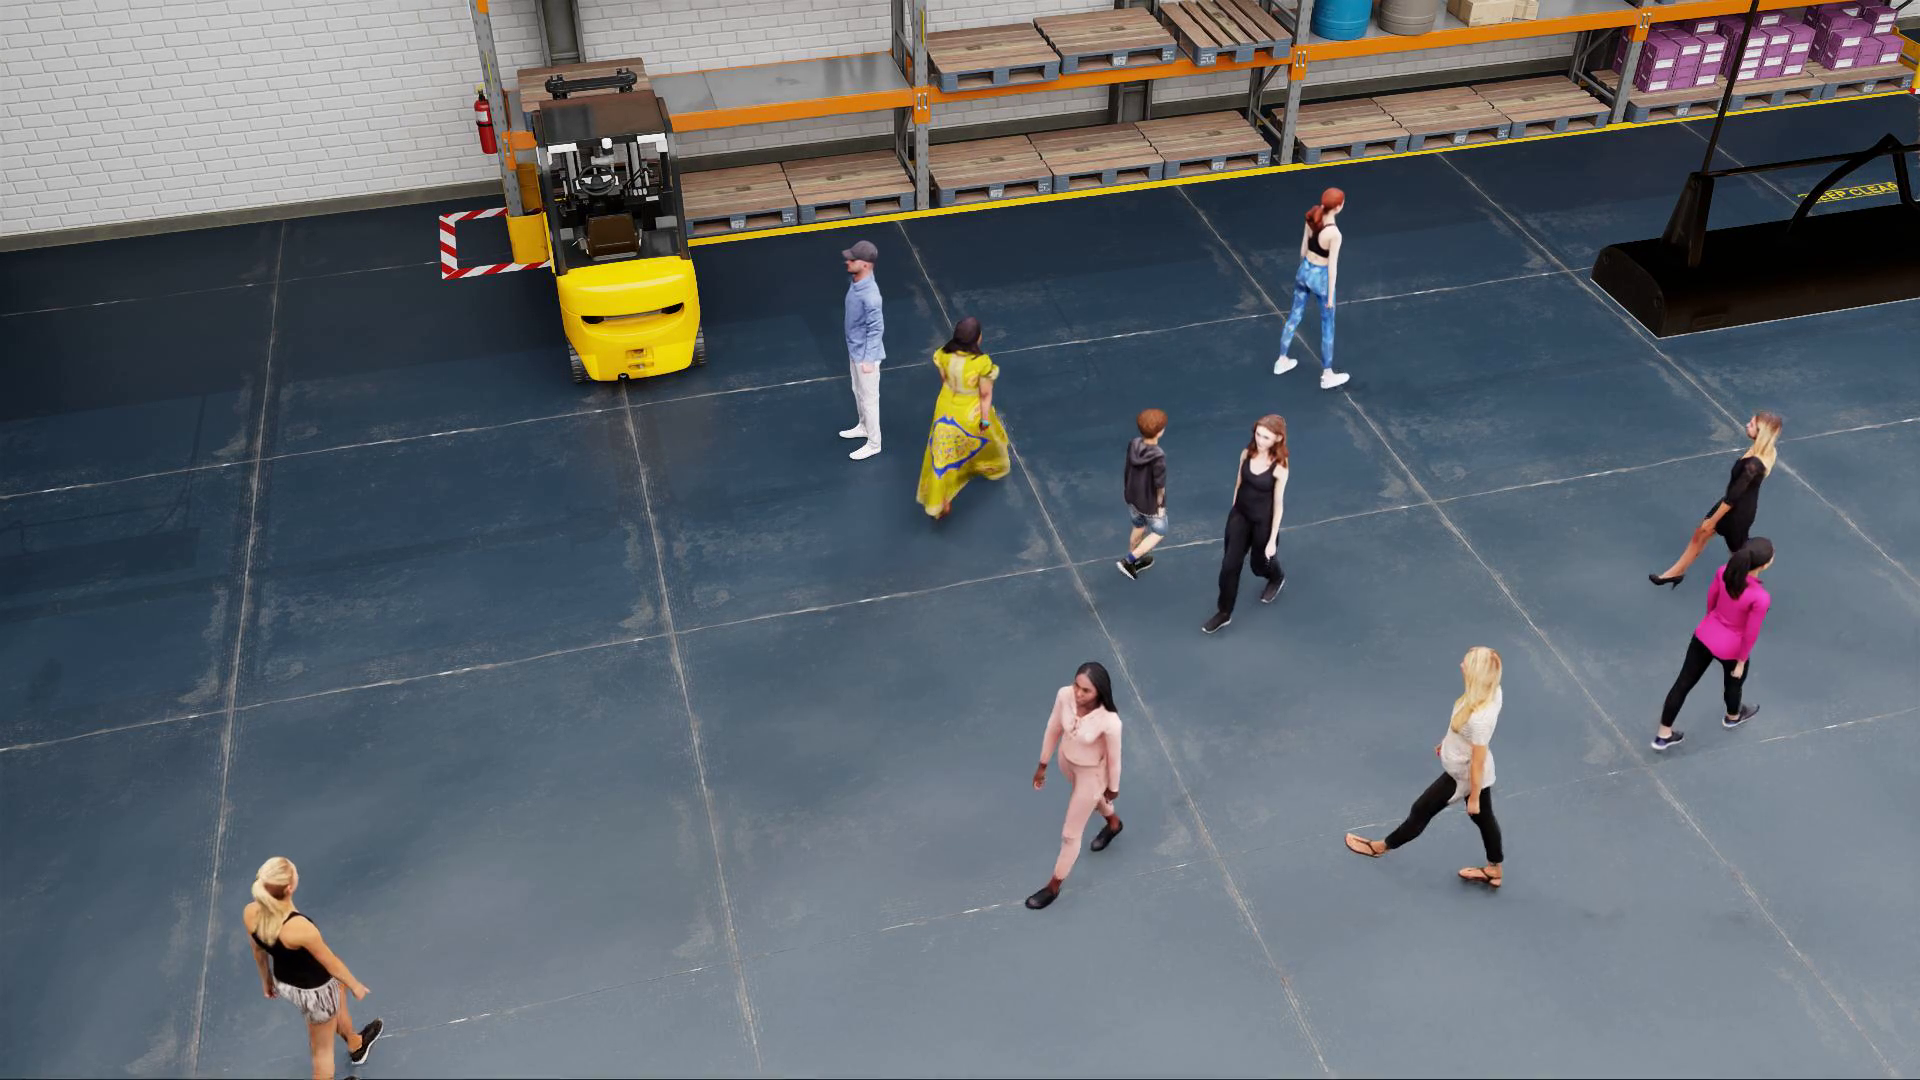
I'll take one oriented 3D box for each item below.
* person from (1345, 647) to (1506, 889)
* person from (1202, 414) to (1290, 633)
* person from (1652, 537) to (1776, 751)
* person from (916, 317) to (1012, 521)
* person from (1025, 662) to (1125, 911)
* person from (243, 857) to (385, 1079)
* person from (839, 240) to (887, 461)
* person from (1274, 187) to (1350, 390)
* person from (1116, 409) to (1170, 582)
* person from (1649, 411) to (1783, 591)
[{"bbox_3d":[3.022,1.373,9.620,1.243,1.772,1.074,13,40,16],"label":"person"},{"bbox_3d":[2.119,-0.157,11.583,0.943,1.713,1.134,28,47,31],"label":"person"},{"bbox_3d":[4.754,0.698,10.554,1.073,1.671,0.747,-18,42,-21],"label":"person"},{"bbox_3d":[-0.012,-0.887,12.597,1.393,1.599,1.335,14,41,17],"label":"person"},{"bbox_3d":[0.785,1.324,9.759,1.241,1.676,0.974,-29,47,-32],"label":"person"},{"bbox_3d":[-3.356,2.314,8.400,0.918,1.824,0.962,16,41,19],"label":"person"},{"bbox_3d":[-0.757,-1.521,13.151,0.568,1.888,0.647,-11,40,-14],"label":"person"},{"bbox_3d":[3.008,-2.126,14.009,0.803,1.773,0.818,-24,44,-27],"label":"person"},{"bbox_3d":[1.291,-0.285,11.964,0.736,1.438,0.650,-24,44,-27],"label":"person"},{"bbox_3d":[5.497,-0.125,11.606,1.078,1.635,0.998,19,42,22],"label":"person"}]
